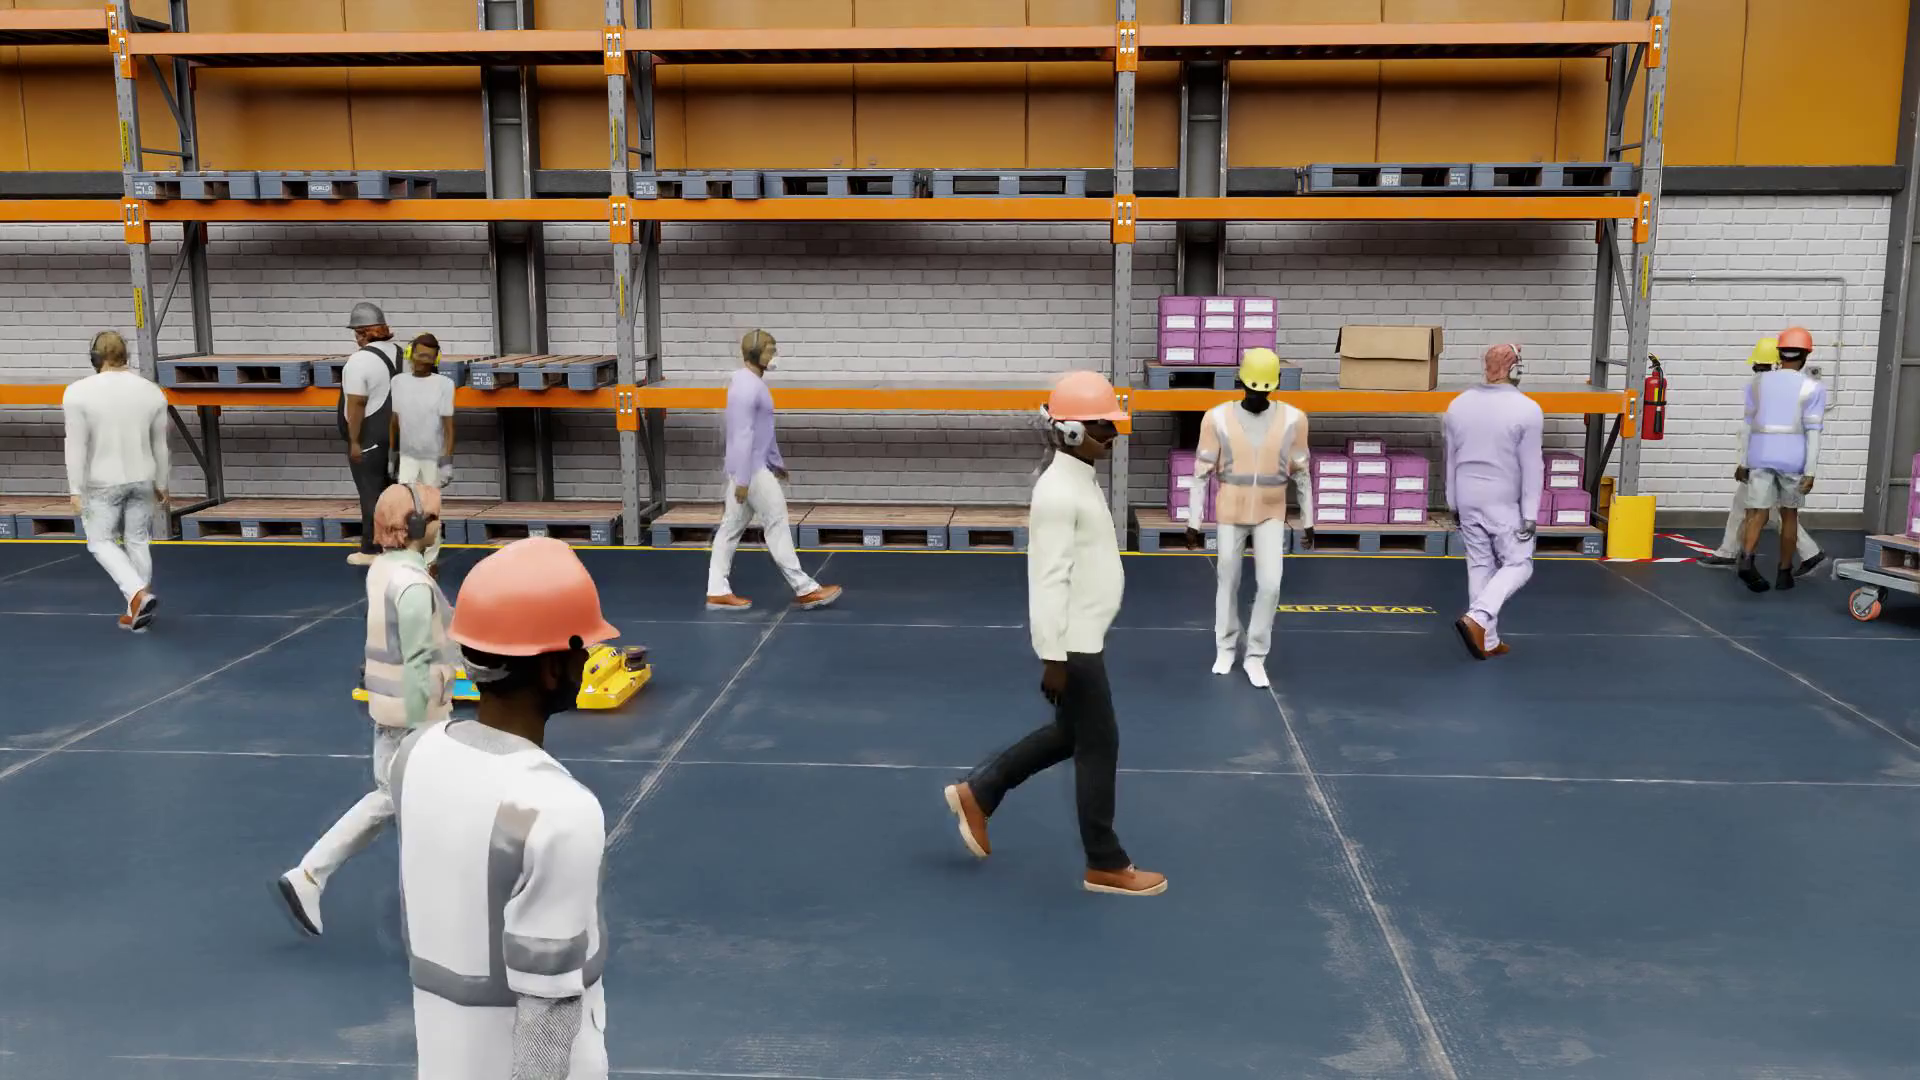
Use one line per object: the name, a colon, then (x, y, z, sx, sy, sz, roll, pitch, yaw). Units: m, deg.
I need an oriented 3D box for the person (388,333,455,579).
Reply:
person: (-3.903, -0.581, 12.060, 0.554, 1.829, 0.603, 0, 10, 1)

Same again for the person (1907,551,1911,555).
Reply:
person: (7.175, -0.481, 11.958, 0.807, 1.663, 0.534, 10, 14, 44)

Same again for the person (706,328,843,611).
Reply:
person: (-1.271, -0.459, 11.131, 0.980, 1.890, 0.652, -1, 10, -8)

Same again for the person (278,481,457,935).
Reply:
person: (-1.984, 0.600, 5.806, 0.742, 1.611, 0.516, -6, 12, -33)

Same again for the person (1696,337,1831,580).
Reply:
person: (6.020, -0.608, 12.339, 0.896, 1.791, 0.592, 6, 11, 31)

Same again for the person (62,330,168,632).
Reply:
person: (-5.211, -0.343, 10.372, 0.571, 1.926, 0.641, 8, 13, 39)

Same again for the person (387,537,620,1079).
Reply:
person: (-0.847, 0.946, 2.915, 0.539, 1.910, 0.905, 7, 12, 36)

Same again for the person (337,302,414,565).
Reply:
person: (-4.567, -0.836, 12.934, 0.536, 2.000, 0.697, 4, 10, 20)

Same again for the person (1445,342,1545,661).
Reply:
person: (3.092, -0.207, 9.706, 0.576, 1.889, 0.641, -7, 12, -37)

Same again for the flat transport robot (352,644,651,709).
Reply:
flat transport robot: (-2.464, 0.718, 9.012, 1.431, 0.197, 0.652, 1, 10, 5)

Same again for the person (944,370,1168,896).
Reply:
person: (0.352, 0.346, 6.228, 0.823, 1.972, 0.622, 2, 10, 13)

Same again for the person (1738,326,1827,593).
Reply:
person: (5.734, -0.548, 11.696, 0.550, 1.904, 0.783, 8, 13, 39)

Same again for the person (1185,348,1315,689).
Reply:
person: (1.618, -0.127, 9.252, 0.728, 1.872, 0.749, 1, 10, 5)
